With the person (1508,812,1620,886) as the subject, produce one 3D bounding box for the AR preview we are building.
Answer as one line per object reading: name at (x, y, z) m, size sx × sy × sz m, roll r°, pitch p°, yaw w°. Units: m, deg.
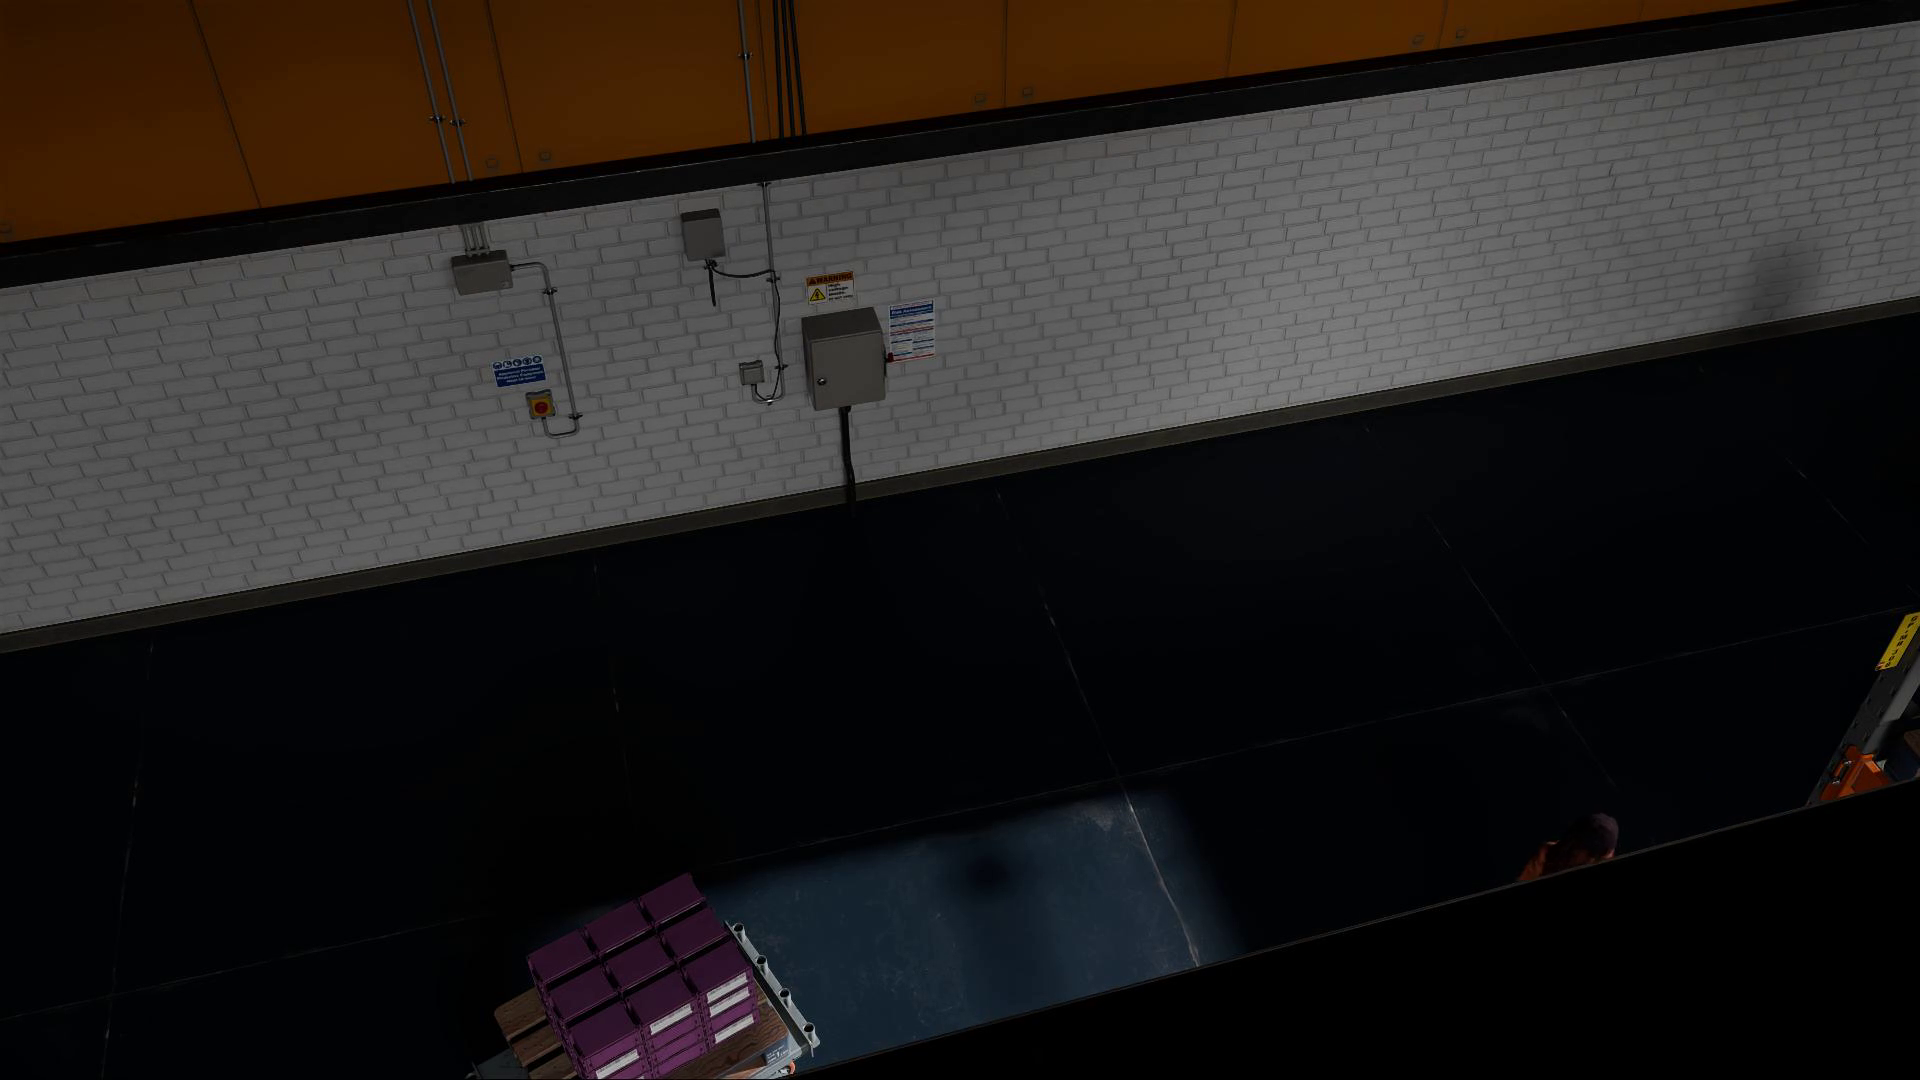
person at (3.087, 2.046, 8.704) m, size 0.926 × 1.703 × 0.995 m, roll 13°, pitch 45°, yaw 14°
